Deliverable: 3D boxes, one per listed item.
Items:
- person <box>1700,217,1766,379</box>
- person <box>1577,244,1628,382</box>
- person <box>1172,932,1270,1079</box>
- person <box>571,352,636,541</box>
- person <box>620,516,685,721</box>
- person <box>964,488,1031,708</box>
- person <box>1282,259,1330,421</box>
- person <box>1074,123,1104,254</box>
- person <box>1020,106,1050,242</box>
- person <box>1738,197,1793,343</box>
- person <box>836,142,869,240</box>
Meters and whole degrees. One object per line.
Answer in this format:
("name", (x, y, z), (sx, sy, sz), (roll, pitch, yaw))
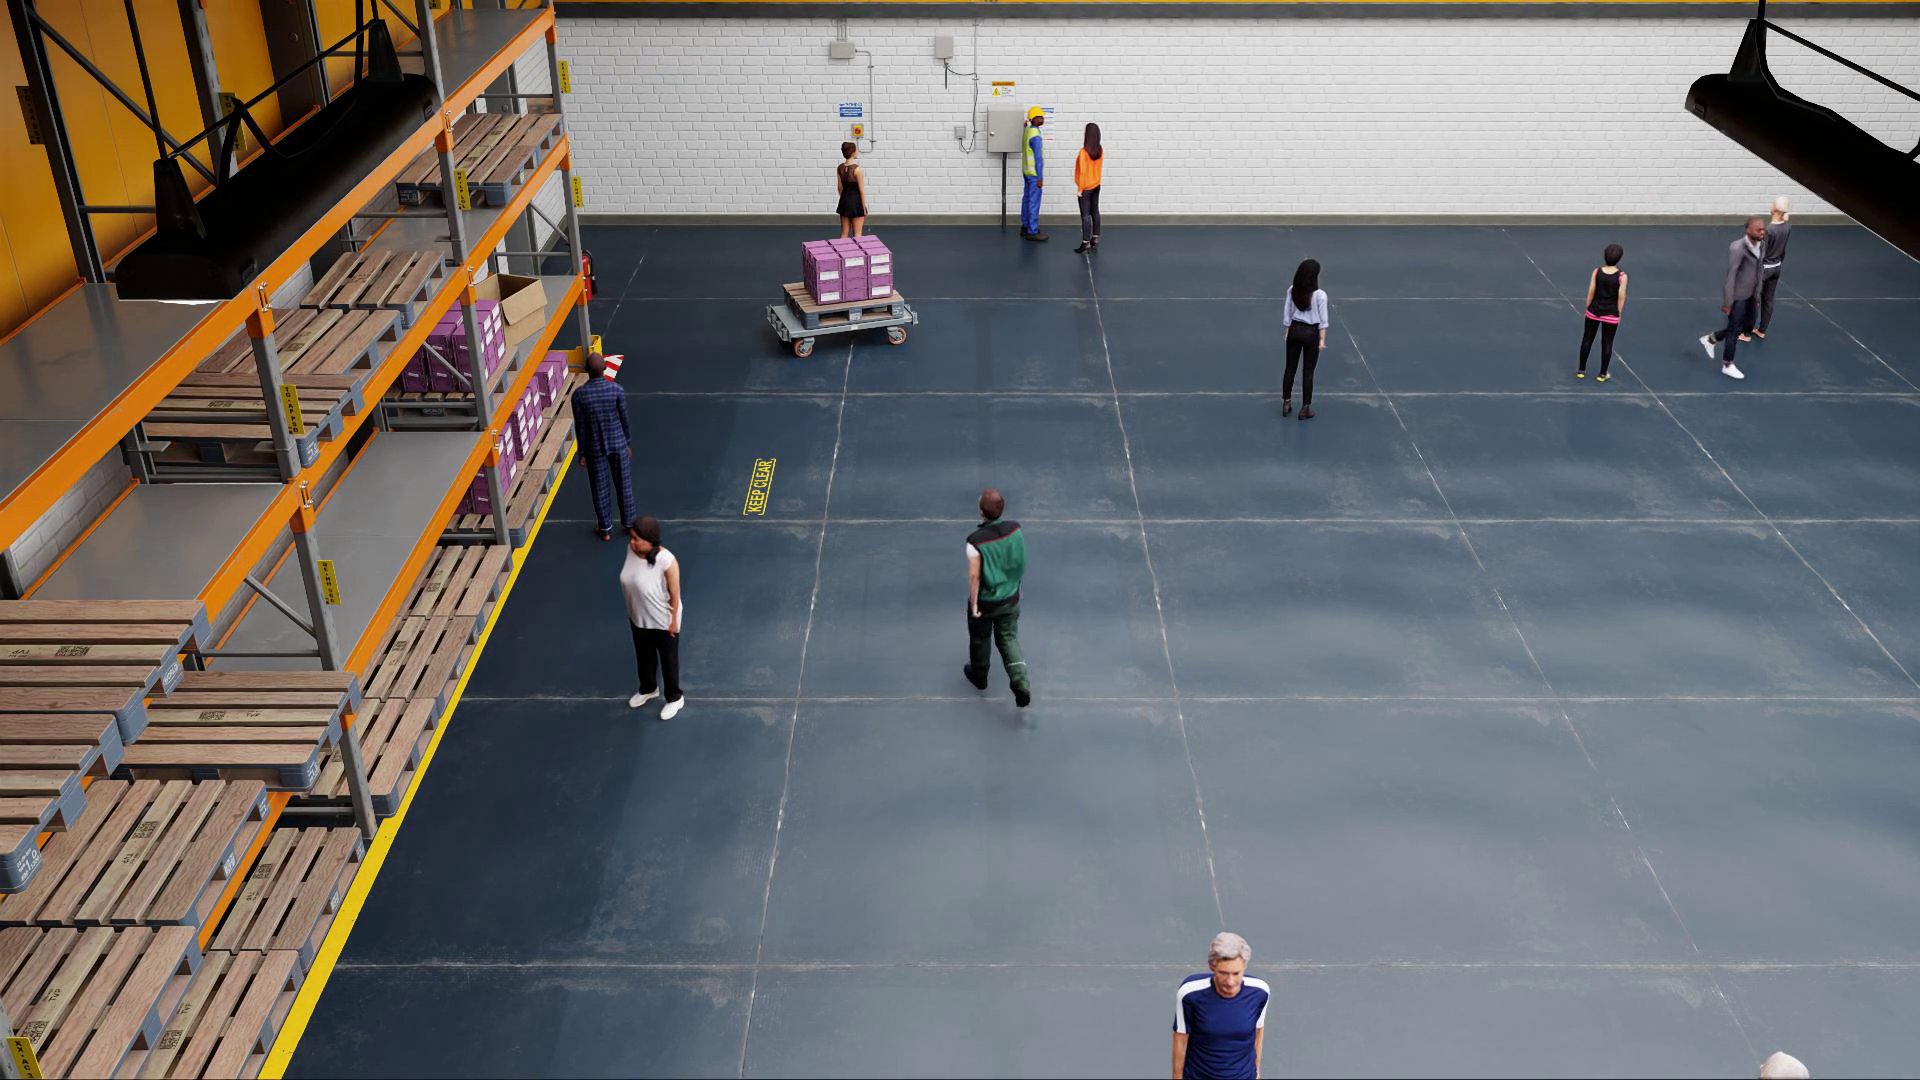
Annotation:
("person", (8.663, -2.744, 18.585), (0.991, 1.803, 1.081), (-17, 33, -28))
("person", (7.140, -2.536, 18.466), (0.627, 1.552, 0.662), (18, 33, 29))
("person", (1.312, 2.725, 8.522), (0.659, 1.839, 0.591), (-4, 29, -6))
("person", (-3.219, -0.861, 15.118), (0.741, 1.819, 0.726), (-10, 30, -18))
("person", (-2.338, 0.563, 12.645), (0.763, 1.687, 0.802), (20, 34, 32))
("person", (0.303, 0.458, 12.697), (0.929, 1.820, 1.158), (-13, 31, -22))
("person", (3.607, -2.117, 17.499), (0.730, 1.743, 0.753), (20, 34, 32))
("person", (1.732, -4.720, 22.265), (0.768, 1.748, 0.687), (21, 35, 33))
("person", (1.009, -5.034, 22.772), (0.769, 1.813, 0.590), (-6, 29, -11))
("person", (9.441, -3.182, 19.469), (0.680, 1.726, 0.662), (-12, 31, -22))
("person", (-1.419, -4.377, 21.713), (0.677, 1.675, 0.712), (18, 33, 29))
